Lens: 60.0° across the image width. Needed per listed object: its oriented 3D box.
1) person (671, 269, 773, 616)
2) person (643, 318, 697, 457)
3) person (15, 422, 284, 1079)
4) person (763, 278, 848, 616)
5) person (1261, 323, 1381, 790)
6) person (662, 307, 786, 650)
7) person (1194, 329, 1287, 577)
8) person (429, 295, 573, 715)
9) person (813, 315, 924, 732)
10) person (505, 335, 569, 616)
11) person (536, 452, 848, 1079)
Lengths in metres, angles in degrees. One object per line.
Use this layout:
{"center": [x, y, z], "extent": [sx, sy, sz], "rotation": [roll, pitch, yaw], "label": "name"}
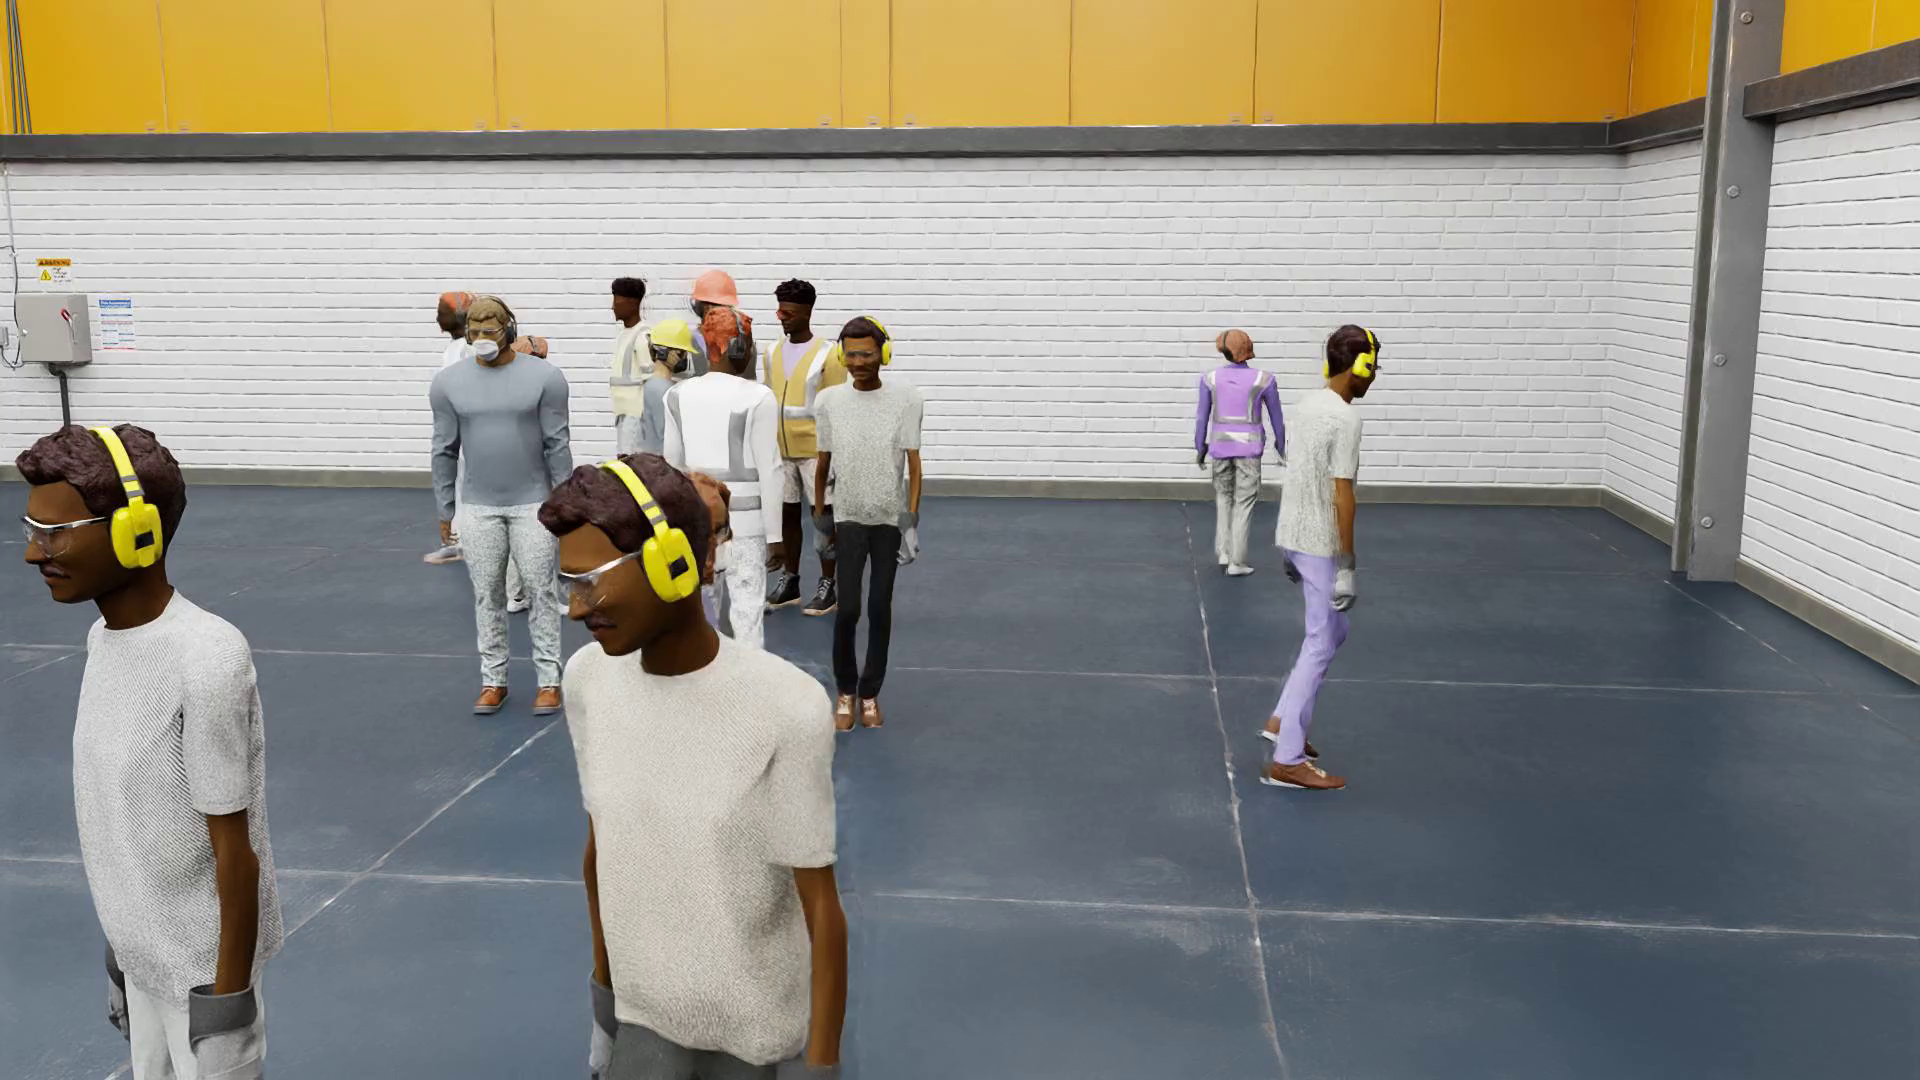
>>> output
{"center": [-1.384, -0.532, 9.550], "extent": [0.621, 2.003, 0.967], "rotation": [-5, 11, -27], "label": "person"}
{"center": [-1.570, -0.312, 9.007], "extent": [0.327, 1.761, 0.522], "rotation": [-3, 10, -16], "label": "person"}
{"center": [-1.296, 0.732, 2.751], "extent": [0.510, 1.861, 0.324], "rotation": [9, 13, 41], "label": "person"}
{"center": [-0.918, -0.542, 9.727], "extent": [0.609, 1.965, 0.369], "rotation": [7, 12, 34], "label": "person"}
{"center": [1.441, 0.059, 6.663], "extent": [0.521, 1.831, 0.644], "rotation": [-2, 10, -10], "label": "person"}
{"center": [-0.999, -0.049, 7.136], "extent": [0.575, 1.885, 0.361], "rotation": [5, 11, 27], "label": "person"}
{"center": [1.854, -0.565, 10.870], "extent": [0.567, 1.620, 0.505], "rotation": [6, 11, 29], "label": "person"}
{"center": [-2.091, -0.152, 7.622], "extent": [0.641, 1.927, 0.386], "rotation": [-1, 10, -3], "label": "person"}
{"center": [-0.400, -0.059, 7.328], "extent": [0.486, 1.842, 0.515], "rotation": [-1, 10, -4], "label": "person"}
{"center": [-2.488, -0.364, 9.642], "extent": [0.525, 1.639, 0.307], "rotation": [6, 12, 31], "label": "person"}
{"center": [-0.420, 0.793, 2.471], "extent": [0.554, 1.826, 0.791], "rotation": [4, 11, 23], "label": "person"}
